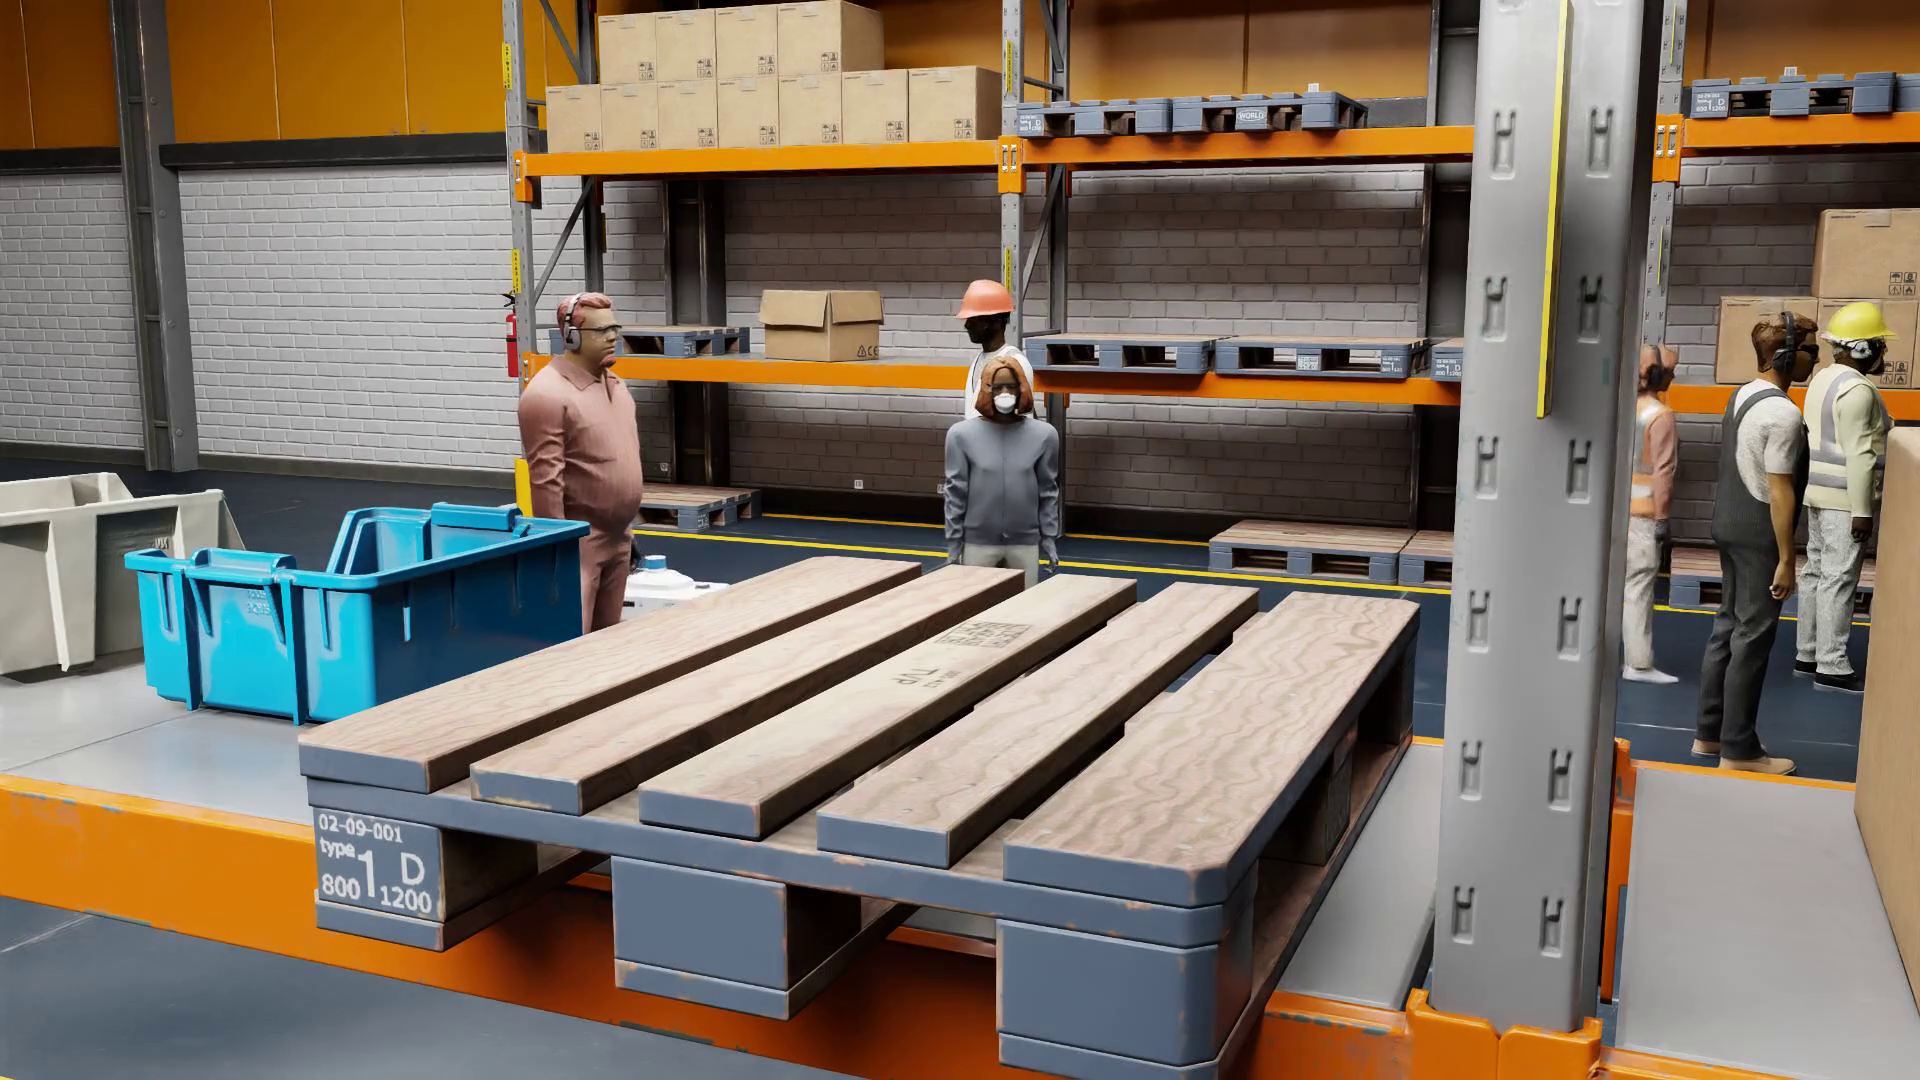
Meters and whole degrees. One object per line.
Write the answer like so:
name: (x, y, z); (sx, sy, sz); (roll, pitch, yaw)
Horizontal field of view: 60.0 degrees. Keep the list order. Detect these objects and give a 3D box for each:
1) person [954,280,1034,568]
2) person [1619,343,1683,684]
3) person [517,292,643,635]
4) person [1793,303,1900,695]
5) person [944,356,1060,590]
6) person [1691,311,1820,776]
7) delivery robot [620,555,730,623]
person: (0.152, -0.358, 8.531); (0.378, 1.932, 0.551); (-4, 10, -25)
person: (3.271, -0.128, 8.042); (0.313, 1.641, 0.520); (-1, 10, -8)
person: (-1.437, -0.010, 6.534); (0.399, 1.909, 0.642); (3, 10, 17)
person: (4.197, -0.197, 7.876); (0.404, 1.833, 0.590); (2, 10, 9)
person: (0.182, 0.029, 7.113); (0.501, 1.633, 0.283); (-1, 10, -9)
person: (3.143, 0.027, 6.537); (0.337, 1.840, 0.510); (1, 10, 4)
delivery robot: (-1.516, 0.321, 8.312); (0.707, 0.478, 0.477); (3, 10, 18)
